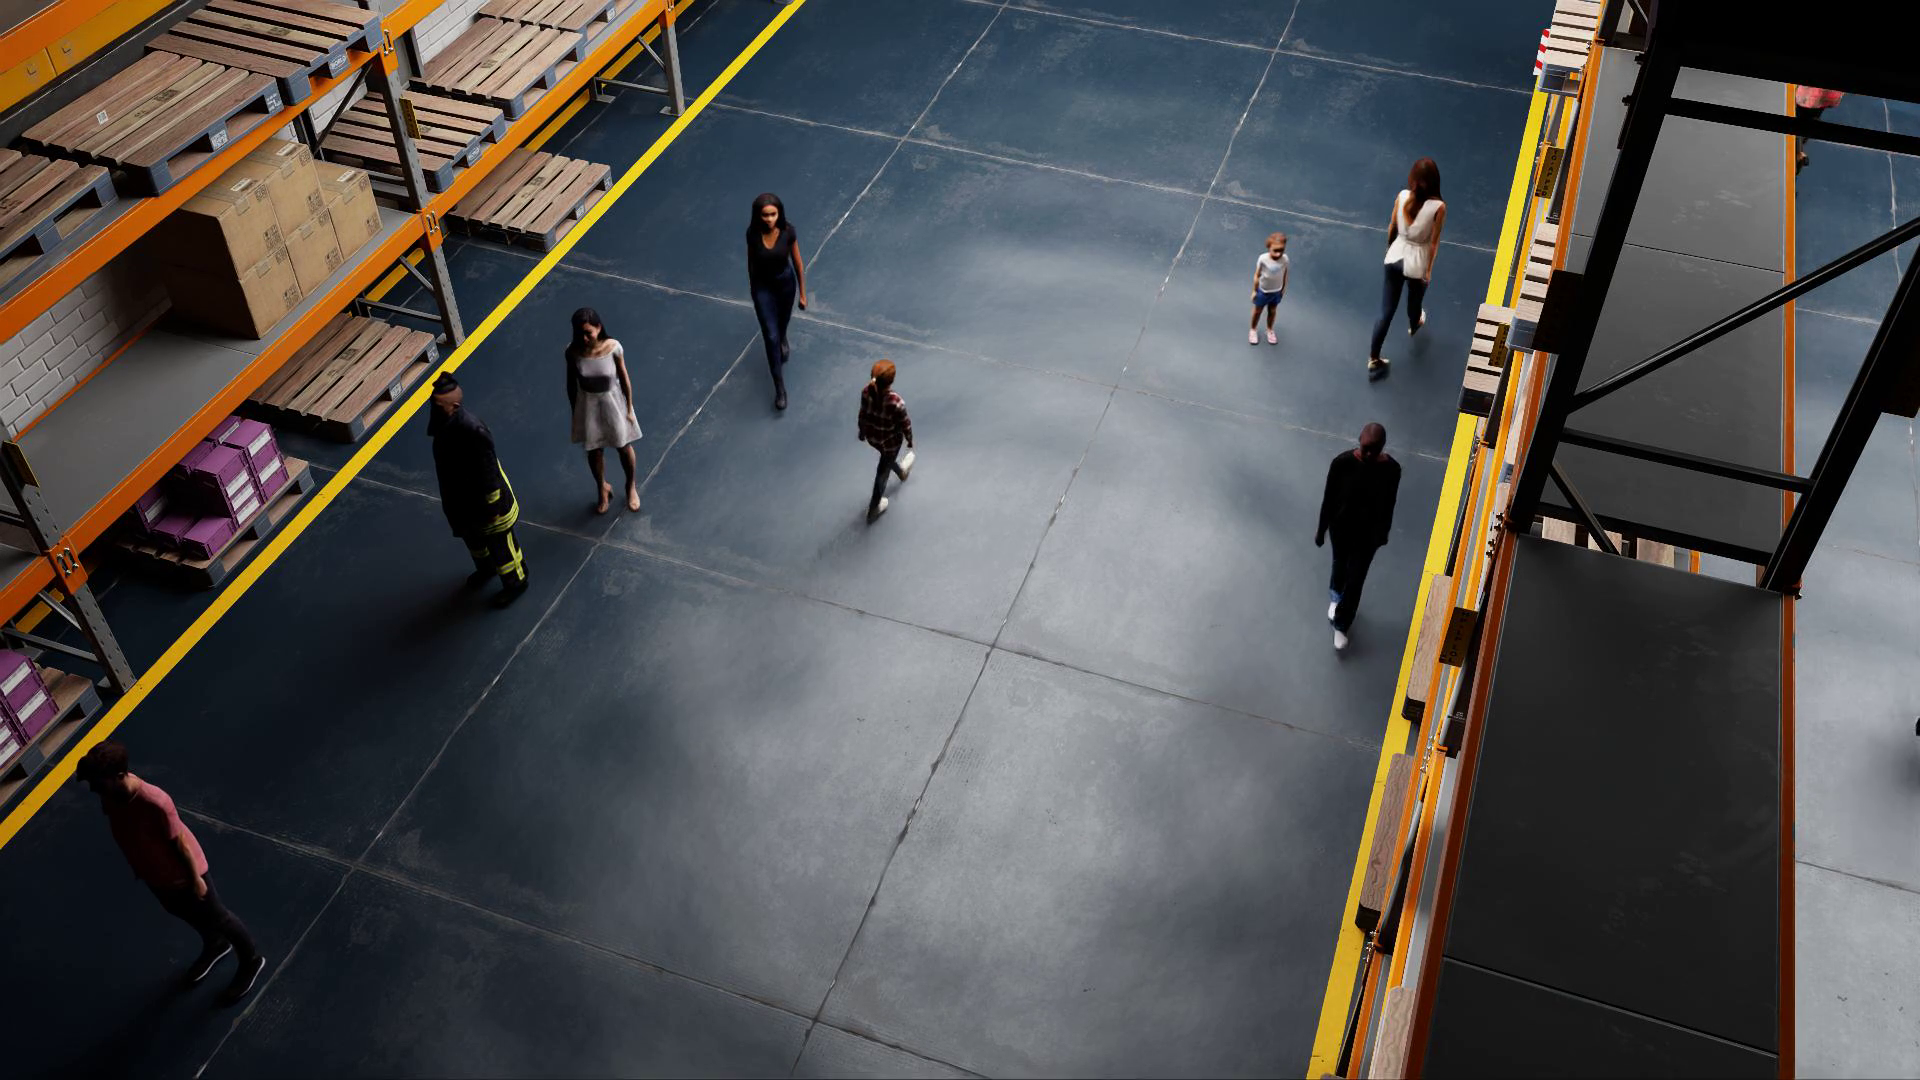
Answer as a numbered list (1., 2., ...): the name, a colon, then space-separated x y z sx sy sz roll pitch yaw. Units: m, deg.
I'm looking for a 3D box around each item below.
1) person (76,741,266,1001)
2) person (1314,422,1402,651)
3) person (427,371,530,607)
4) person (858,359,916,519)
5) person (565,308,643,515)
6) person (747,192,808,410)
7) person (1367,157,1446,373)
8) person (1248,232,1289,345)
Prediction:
1. person: -4.158 1.707 8.800 0.625 1.956 0.542 15 46 15
2. person: 2.600 -0.155 10.916 0.621 1.733 0.795 13 45 13
3. person: -3.212 -0.355 11.035 0.820 1.858 0.798 28 50 26
4. person: -0.569 -0.698 11.819 0.679 1.274 0.937 25 49 24
5. person: -2.499 -0.893 11.662 0.766 1.772 0.788 -5 44 -5
6. person: -1.429 -1.979 12.869 0.980 1.680 1.255 -7 44 -7
7. person: 3.427 -2.082 12.940 0.850 1.731 1.214 29 51 27
8. person: 2.495 -2.049 13.422 0.479 1.019 0.500 0 44 -1
